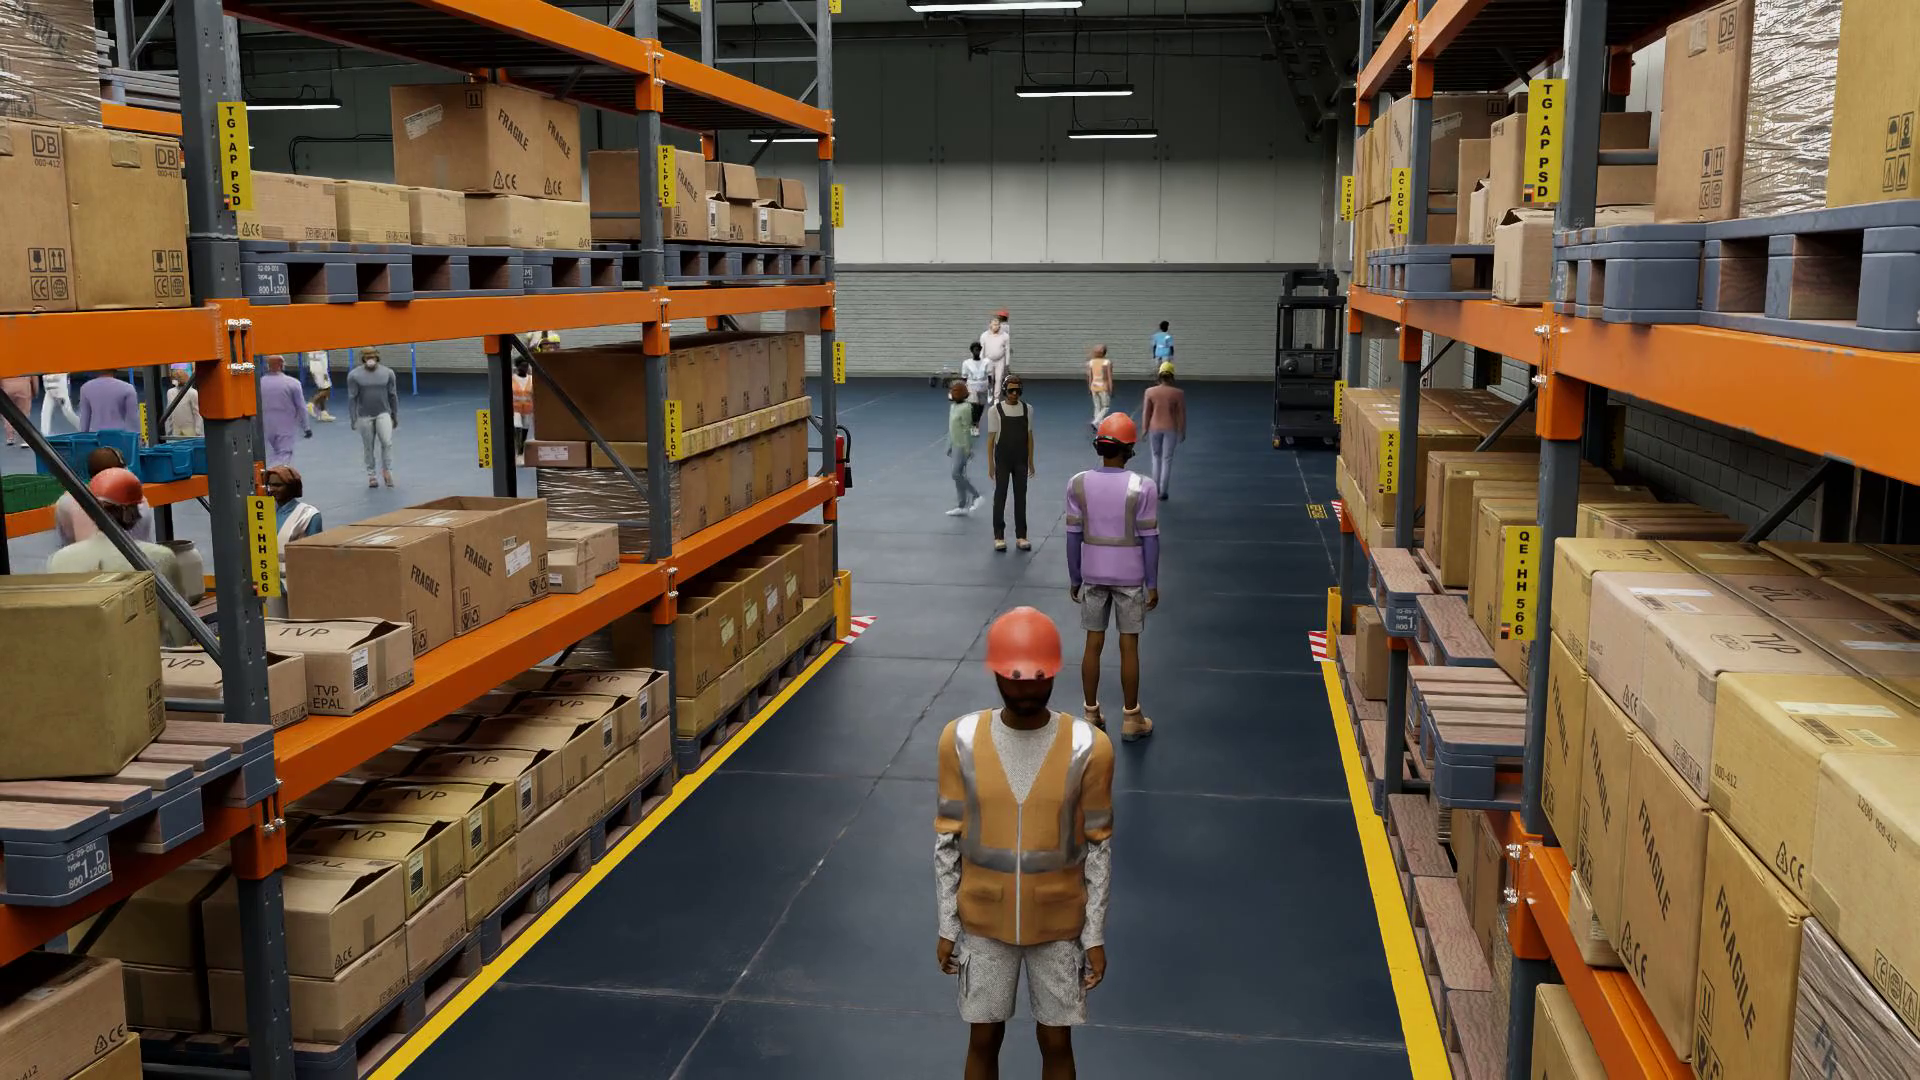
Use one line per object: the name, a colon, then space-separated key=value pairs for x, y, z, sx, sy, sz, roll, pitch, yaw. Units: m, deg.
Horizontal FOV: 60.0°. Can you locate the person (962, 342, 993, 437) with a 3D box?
person: x=0.289 y=-2.698 z=29.617 sx=0.530 sy=1.662 sz=0.823 roll=-2 pitch=10 yaw=-15

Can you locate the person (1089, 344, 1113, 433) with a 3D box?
person: x=2.474 y=-2.641 z=29.354 sx=0.536 sy=1.624 sz=0.423 roll=9 pitch=13 yaw=42

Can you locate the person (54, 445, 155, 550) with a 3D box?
person: x=-5.468 y=0.305 z=10.645 sx=0.632 sy=1.819 sz=0.794 roll=0 pitch=9 yaw=2

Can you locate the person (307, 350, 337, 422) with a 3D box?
person: x=-12.401 y=-3.283 z=32.110 sx=0.556 sy=2.027 sz=0.634 roll=-7 pitch=12 yaw=-38

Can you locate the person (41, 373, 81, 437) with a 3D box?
person: x=-14.900 y=-2.441 z=27.533 sx=0.584 sy=1.840 sz=0.993 roll=4 pitch=10 yaw=25

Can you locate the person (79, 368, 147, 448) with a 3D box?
person: x=-10.106 y=-1.257 z=19.968 sx=0.660 sy=1.901 sz=0.911 roll=0 pitch=9 yaw=0

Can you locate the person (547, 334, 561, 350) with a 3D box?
person: x=-7.773 y=-3.080 z=31.809 sx=0.526 sy=1.721 sz=0.910 roll=7 pitch=11 yaw=37

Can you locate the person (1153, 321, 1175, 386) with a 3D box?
person: x=5.067 y=-4.571 z=41.103 sx=0.553 sy=1.675 sz=0.564 roll=7 pitch=12 yaw=37

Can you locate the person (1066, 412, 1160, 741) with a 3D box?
person: x=0.965 y=0.224 z=10.425 sx=0.605 sy=2.045 sz=0.377 roll=4 pitch=10 yaw=24

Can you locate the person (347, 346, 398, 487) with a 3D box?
person: x=-7.883 y=-1.643 z=22.372 sx=0.646 sy=1.903 sz=0.878 roll=-4 pitch=10 yaw=-21

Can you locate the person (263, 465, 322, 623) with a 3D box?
person: x=-4.474 y=0.313 z=11.113 sx=0.512 sy=1.642 sz=0.312 roll=2 pitch=9 yaw=13

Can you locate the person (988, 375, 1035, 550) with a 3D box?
person: x=0.535 y=-0.818 z=17.490 sx=0.505 sy=1.841 sz=0.331 roll=-3 pitch=10 yaw=-18

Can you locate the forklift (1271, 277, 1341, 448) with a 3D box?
forklift: x=5.847 y=-3.016 z=27.970 sx=1.129 sy=2.768 sz=1.873 roll=1 pitch=9 yaw=9

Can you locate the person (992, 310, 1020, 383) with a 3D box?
person: x=1.218 y=-5.065 z=43.482 sx=0.965 sy=1.893 sz=0.569 roll=-5 pitch=11 yaw=-29

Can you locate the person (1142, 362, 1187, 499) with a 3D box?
person: x=2.655 y=-1.419 z=21.447 sx=0.555 sy=1.740 sz=0.683 roll=3 pitch=10 yaw=18

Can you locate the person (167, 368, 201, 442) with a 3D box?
person: x=-10.368 y=-1.485 z=22.227 sx=0.507 sy=1.631 sz=0.266 roll=3 pitch=10 yaw=16

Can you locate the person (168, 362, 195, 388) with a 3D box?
person: x=-15.666 y=-3.413 z=33.482 sx=0.564 sy=1.840 sz=0.395 roll=2 pitch=9 yaw=10

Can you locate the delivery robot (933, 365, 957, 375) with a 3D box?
delivery robot: x=-0.375 y=-4.284 z=41.855 sx=0.335 sy=0.223 sz=0.698 roll=8 pitch=12 yaw=42

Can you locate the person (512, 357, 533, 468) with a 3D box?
person: x=-6.490 y=-1.901 z=24.705 sx=0.542 sy=1.644 sz=0.870 roll=-6 pitch=11 yaw=-32

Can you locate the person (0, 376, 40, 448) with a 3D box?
person: x=-15.660 y=-2.485 z=27.625 sx=0.658 sy=1.882 sz=0.747 roll=-4 pitch=10 yaw=-24

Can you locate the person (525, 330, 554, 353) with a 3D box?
person: x=-9.979 y=-4.501 z=39.708 sx=0.850 sy=2.000 sz=0.731 roll=8 pitch=12 yaw=39

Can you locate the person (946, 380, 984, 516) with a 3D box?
person: x=0.003 y=-1.100 z=19.890 sx=0.381 sy=1.625 sz=0.500 roll=-3 pitch=10 yaw=-18

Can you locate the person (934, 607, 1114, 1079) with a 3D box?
person: x=0.188 y=1.151 z=5.037 sx=0.546 sy=1.937 sz=0.363 roll=1 pitch=9 yaw=7

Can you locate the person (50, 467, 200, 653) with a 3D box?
person: x=-4.038 y=0.630 z=8.138 sx=0.622 sy=1.976 sz=0.529 roll=1 pitch=9 yaw=7

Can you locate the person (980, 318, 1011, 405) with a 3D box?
person: x=0.764 y=-3.863 z=36.083 sx=0.674 sy=1.891 sz=0.431 roll=0 pitch=9 yaw=0

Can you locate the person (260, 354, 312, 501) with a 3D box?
person: x=-8.714 y=-1.443 z=21.272 sx=0.635 sy=1.864 sz=0.942 roll=2 pitch=9 yaw=9

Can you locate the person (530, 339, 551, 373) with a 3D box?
person: x=-6.456 y=-2.195 z=25.884 sx=0.310 sy=1.868 sz=0.533 roll=5 pitch=10 yaw=27
